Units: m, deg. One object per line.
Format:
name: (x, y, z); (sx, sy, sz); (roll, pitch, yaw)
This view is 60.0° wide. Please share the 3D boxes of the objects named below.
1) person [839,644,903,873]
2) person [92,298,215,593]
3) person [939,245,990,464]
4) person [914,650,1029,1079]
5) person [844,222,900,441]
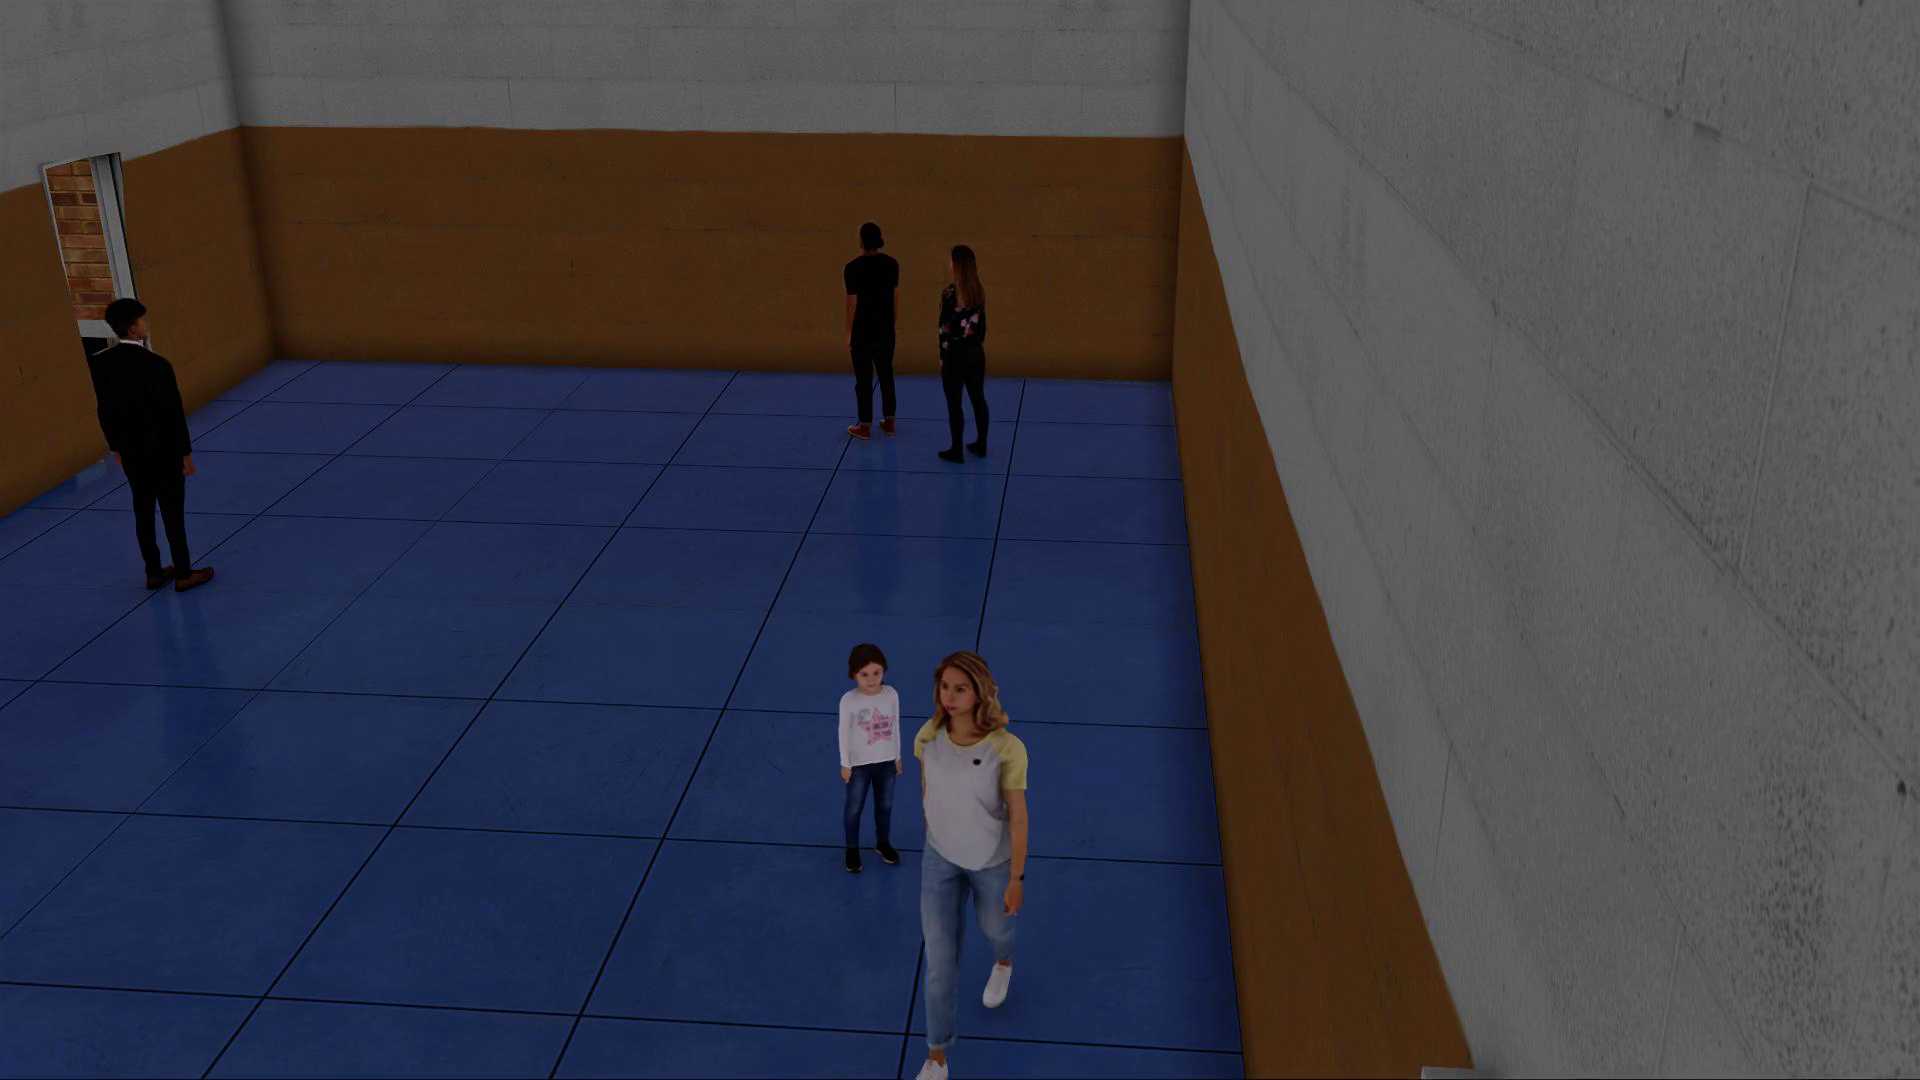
person: (-0.411, 0.979, 7.615); (0.504, 1.110, 0.583); (-9, 23, -20)
person: (-5.125, -0.588, 10.488); (0.502, 1.876, 0.772); (3, 22, 9)
person: (0.033, -1.440, 12.869); (0.644, 1.681, 0.706); (-17, 27, -36)
person: (0.090, 1.189, 6.314); (1.161, 1.675, 0.935); (9, 24, 21)
person: (-0.705, -1.685, 13.377); (0.709, 1.757, 0.794); (-13, 25, -28)
